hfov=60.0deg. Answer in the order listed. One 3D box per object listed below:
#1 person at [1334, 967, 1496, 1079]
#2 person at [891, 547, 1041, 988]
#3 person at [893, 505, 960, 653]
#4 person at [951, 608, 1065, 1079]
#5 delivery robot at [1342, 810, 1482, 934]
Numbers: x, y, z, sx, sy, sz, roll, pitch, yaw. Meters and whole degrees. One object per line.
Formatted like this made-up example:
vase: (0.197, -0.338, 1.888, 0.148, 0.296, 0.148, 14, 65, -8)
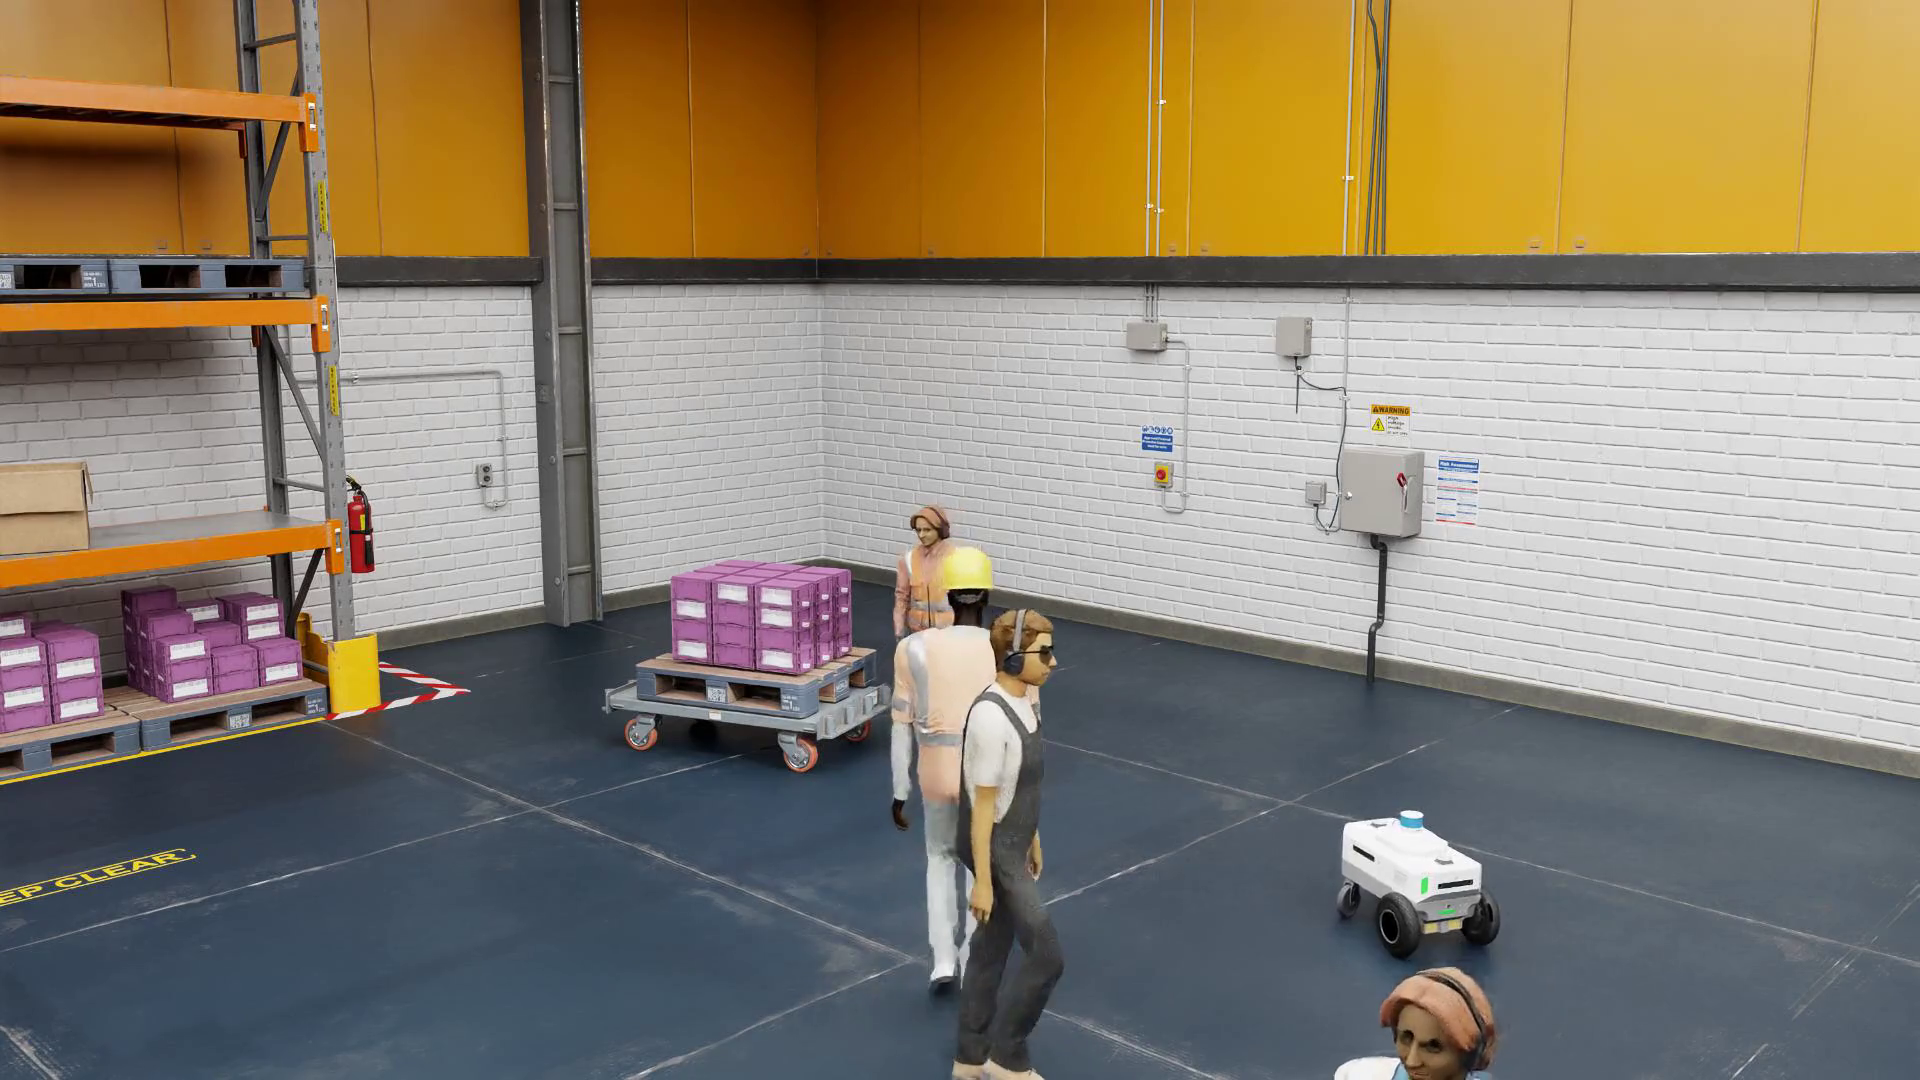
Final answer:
person: (0.930, 1.680, 3.428, 0.545, 1.598, 0.807, 7, 12, 38)
person: (0.030, 0.978, 6.837, 0.610, 1.906, 0.493, 1, 9, 6)
person: (-0.177, 0.606, 9.981, 0.532, 1.615, 0.635, 5, 10, 26)
person: (0.209, 1.150, 6.021, 0.576, 1.825, 0.536, 2, 9, 11)
delivery robot: (2.054, 1.481, 7.600, 0.477, 0.478, 0.707, -3, 10, -18)
